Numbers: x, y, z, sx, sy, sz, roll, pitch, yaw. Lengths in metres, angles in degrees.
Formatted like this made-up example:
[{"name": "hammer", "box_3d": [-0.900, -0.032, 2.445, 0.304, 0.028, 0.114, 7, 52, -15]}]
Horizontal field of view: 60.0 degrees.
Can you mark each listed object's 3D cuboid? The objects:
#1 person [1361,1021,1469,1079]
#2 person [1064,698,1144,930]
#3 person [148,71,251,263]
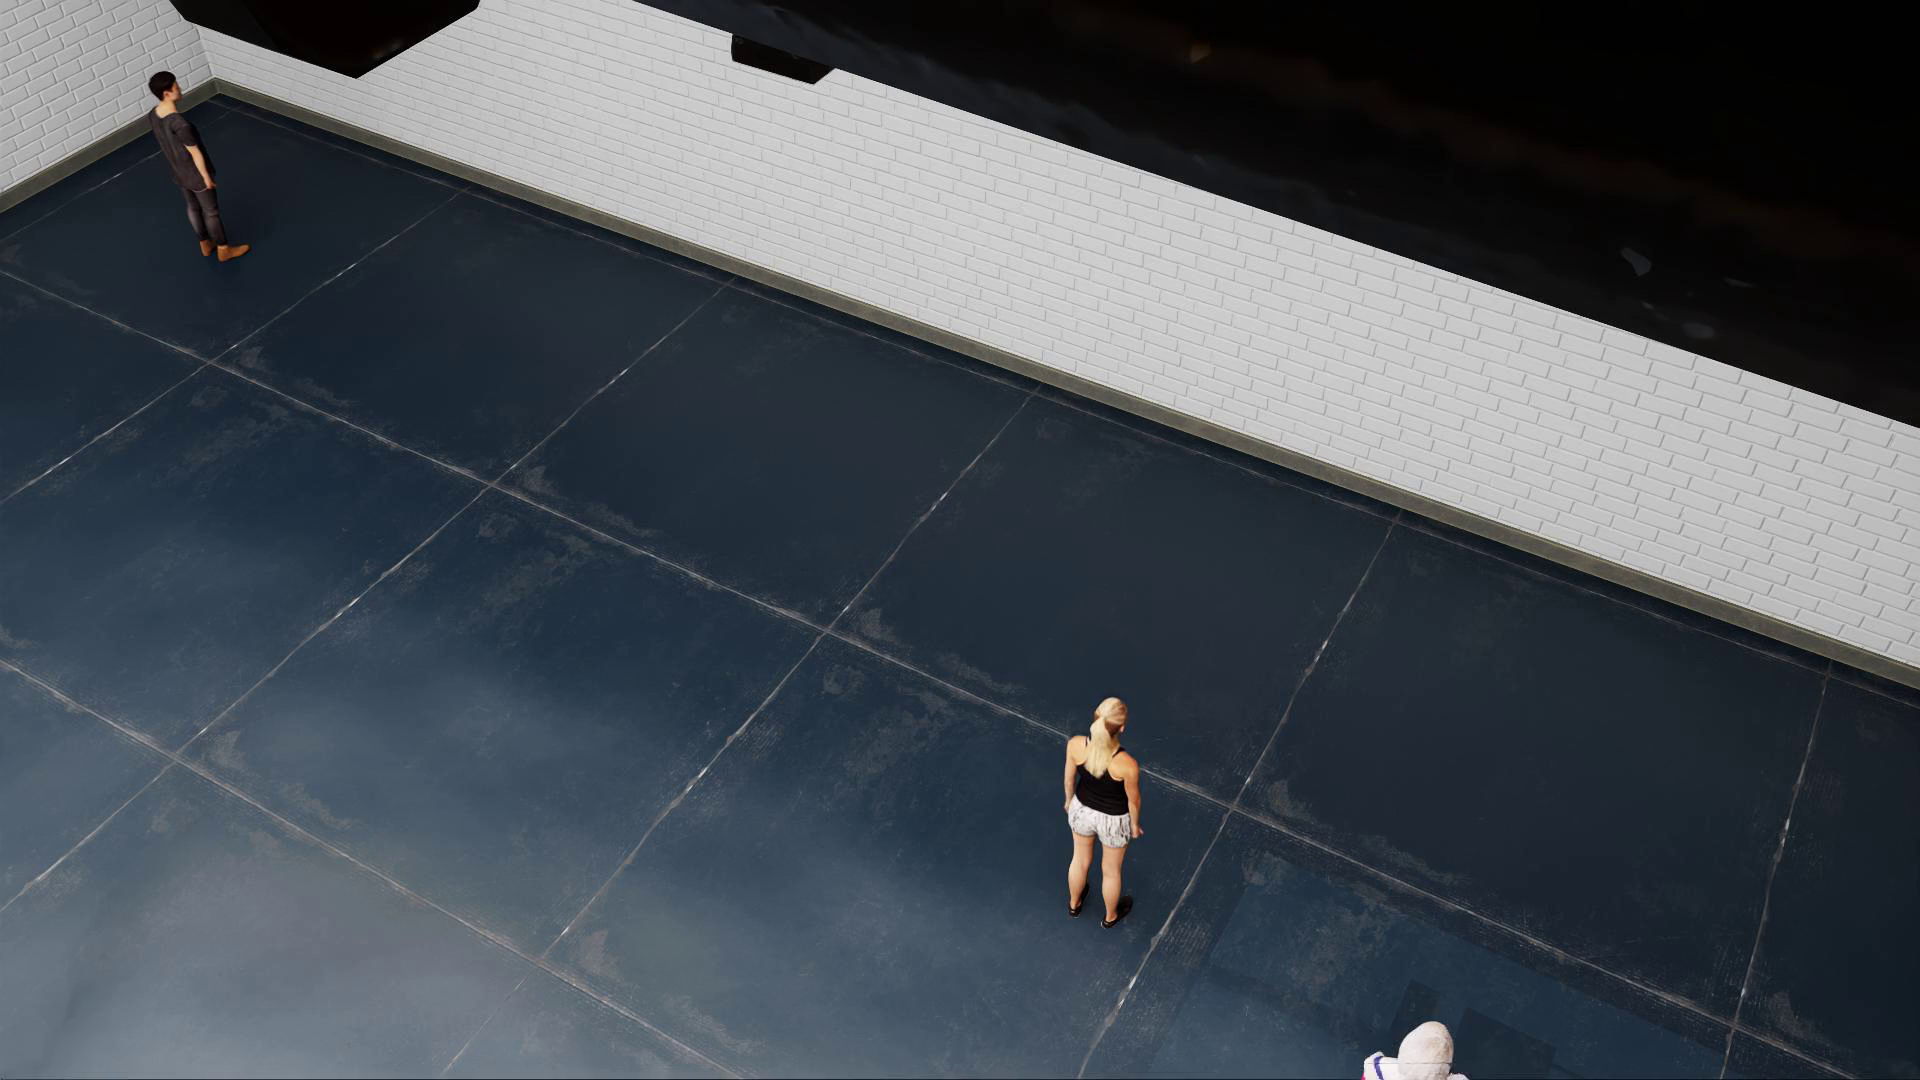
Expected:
[{"name": "person", "box_3d": [2.020, 2.857, 7.745, 0.788, 1.762, 1.125, 14, 45, 14]}, {"name": "person", "box_3d": [0.775, 1.498, 9.112, 0.611, 1.846, 0.525, 20, 47, 20]}, {"name": "person", "box_3d": [-6.531, -3.152, 14.088, 0.618, 1.714, 0.550, 24, 49, 23]}]
